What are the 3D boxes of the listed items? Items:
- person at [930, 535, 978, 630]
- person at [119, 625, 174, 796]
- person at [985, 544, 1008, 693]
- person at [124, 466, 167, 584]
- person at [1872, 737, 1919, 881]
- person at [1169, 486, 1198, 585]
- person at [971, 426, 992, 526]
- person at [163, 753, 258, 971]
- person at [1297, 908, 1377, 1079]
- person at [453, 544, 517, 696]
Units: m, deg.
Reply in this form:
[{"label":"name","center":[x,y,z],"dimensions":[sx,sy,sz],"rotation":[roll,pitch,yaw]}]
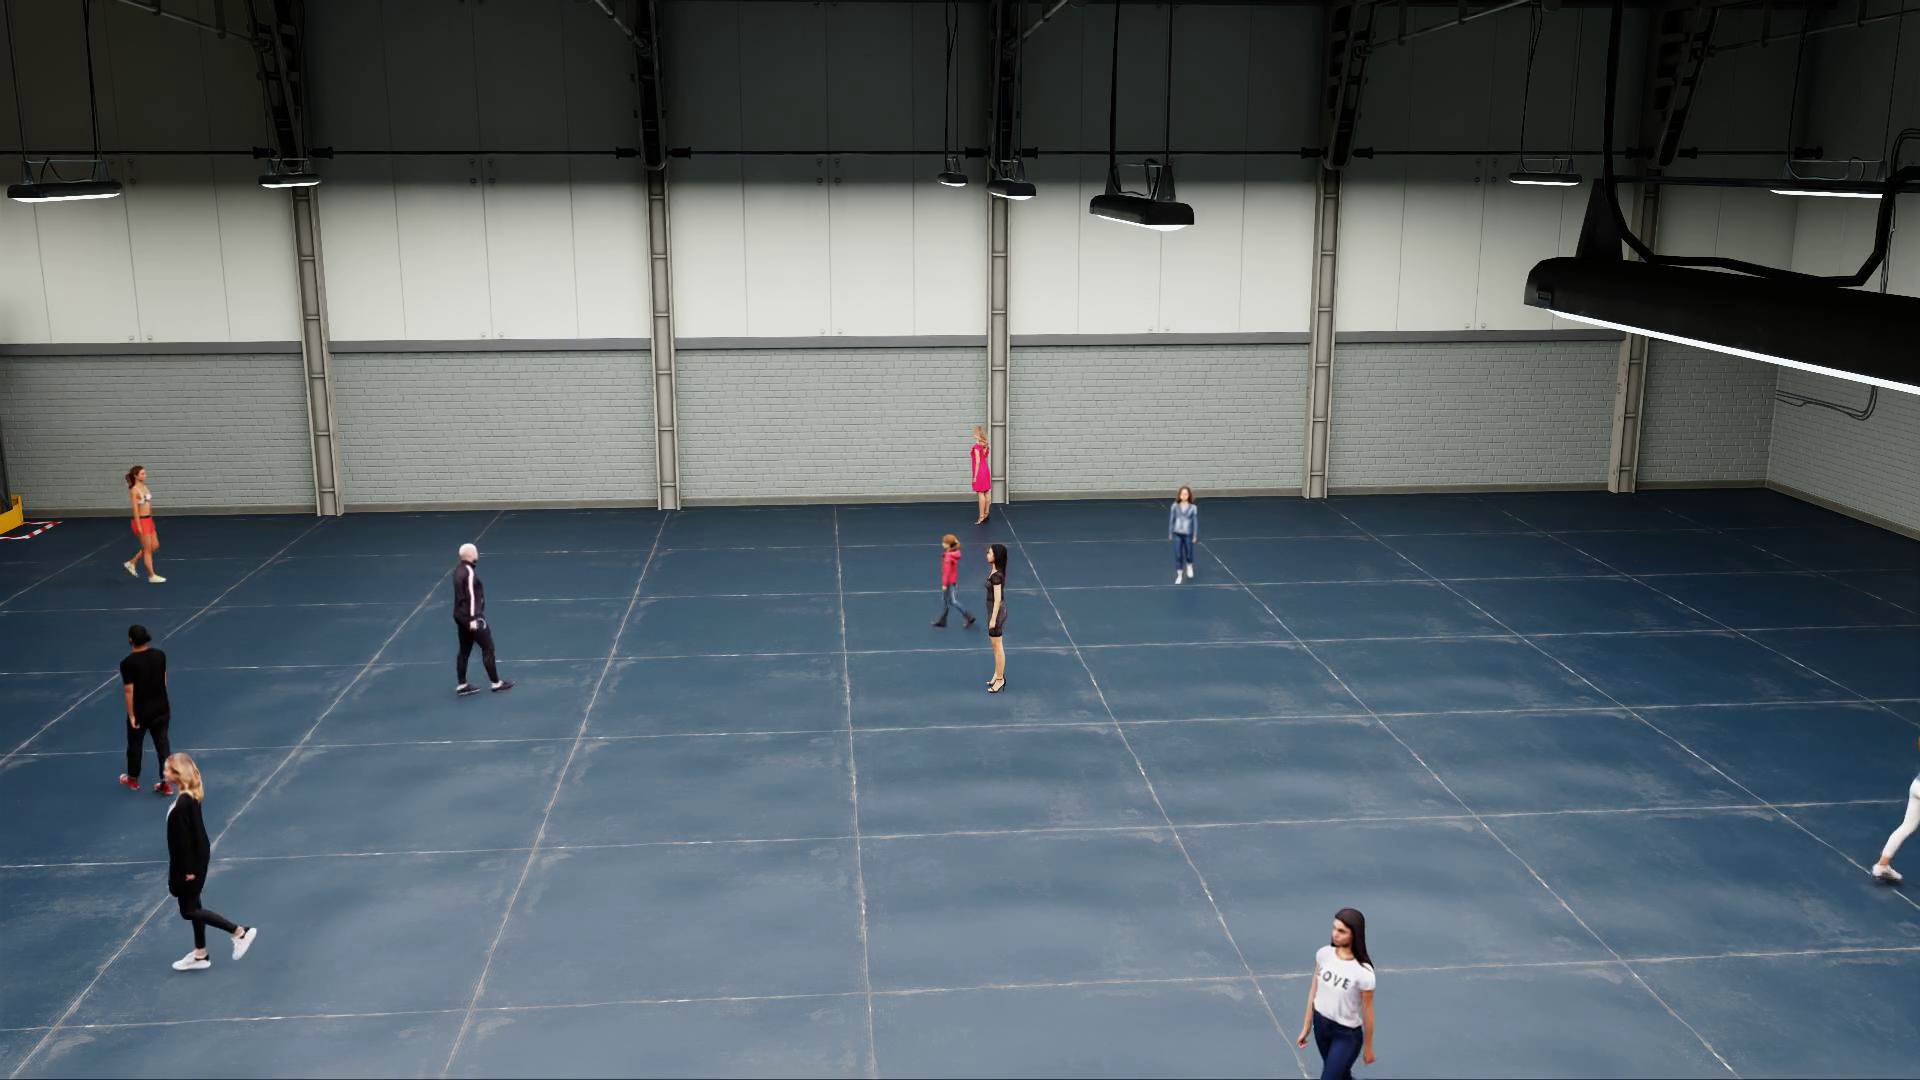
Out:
[{"label":"person","center":[-0.073,0.581,22.369],"dimensions":[0.929,1.297,0.666],"rotation":[2,13,10]},{"label":"person","center":[-8.025,1.704,16.537],"dimensions":[1.022,1.740,0.952],"rotation":[10,16,37]},{"label":"person","center":[0.437,0.915,19.828],"dimensions":[0.493,1.792,0.597],"rotation":[0,13,-1]},{"label":"person","center":[-12.243,-0.224,24.770],"dimensions":[0.841,1.782,0.621],"rotation":[0,13,-1]},{"label":"person","center":[8.340,2.227,14.455],"dimensions":[1.073,1.661,0.621],"rotation":[-1,13,-3]},{"label":"person","center":[3.349,-0.090,24.890],"dimensions":[0.773,1.467,0.789],"rotation":[4,14,19]},{"label":"person","center":[0.383,-1.140,28.847],"dimensions":[0.702,1.727,0.666],"rotation":[8,15,30]},{"label":"person","center":[-5.878,2.511,12.938],"dimensions":[0.921,1.792,0.692],"rotation":[-3,13,-13]},{"label":"person","center":[2.440,3.117,10.447],"dimensions":[1.212,1.734,0.952],"rotation":[-8,16,-32]},{"label":"person","center":[-5.851,0.965,19.565],"dimensions":[1.042,1.814,0.957],"rotation":[-10,16,-36]}]
